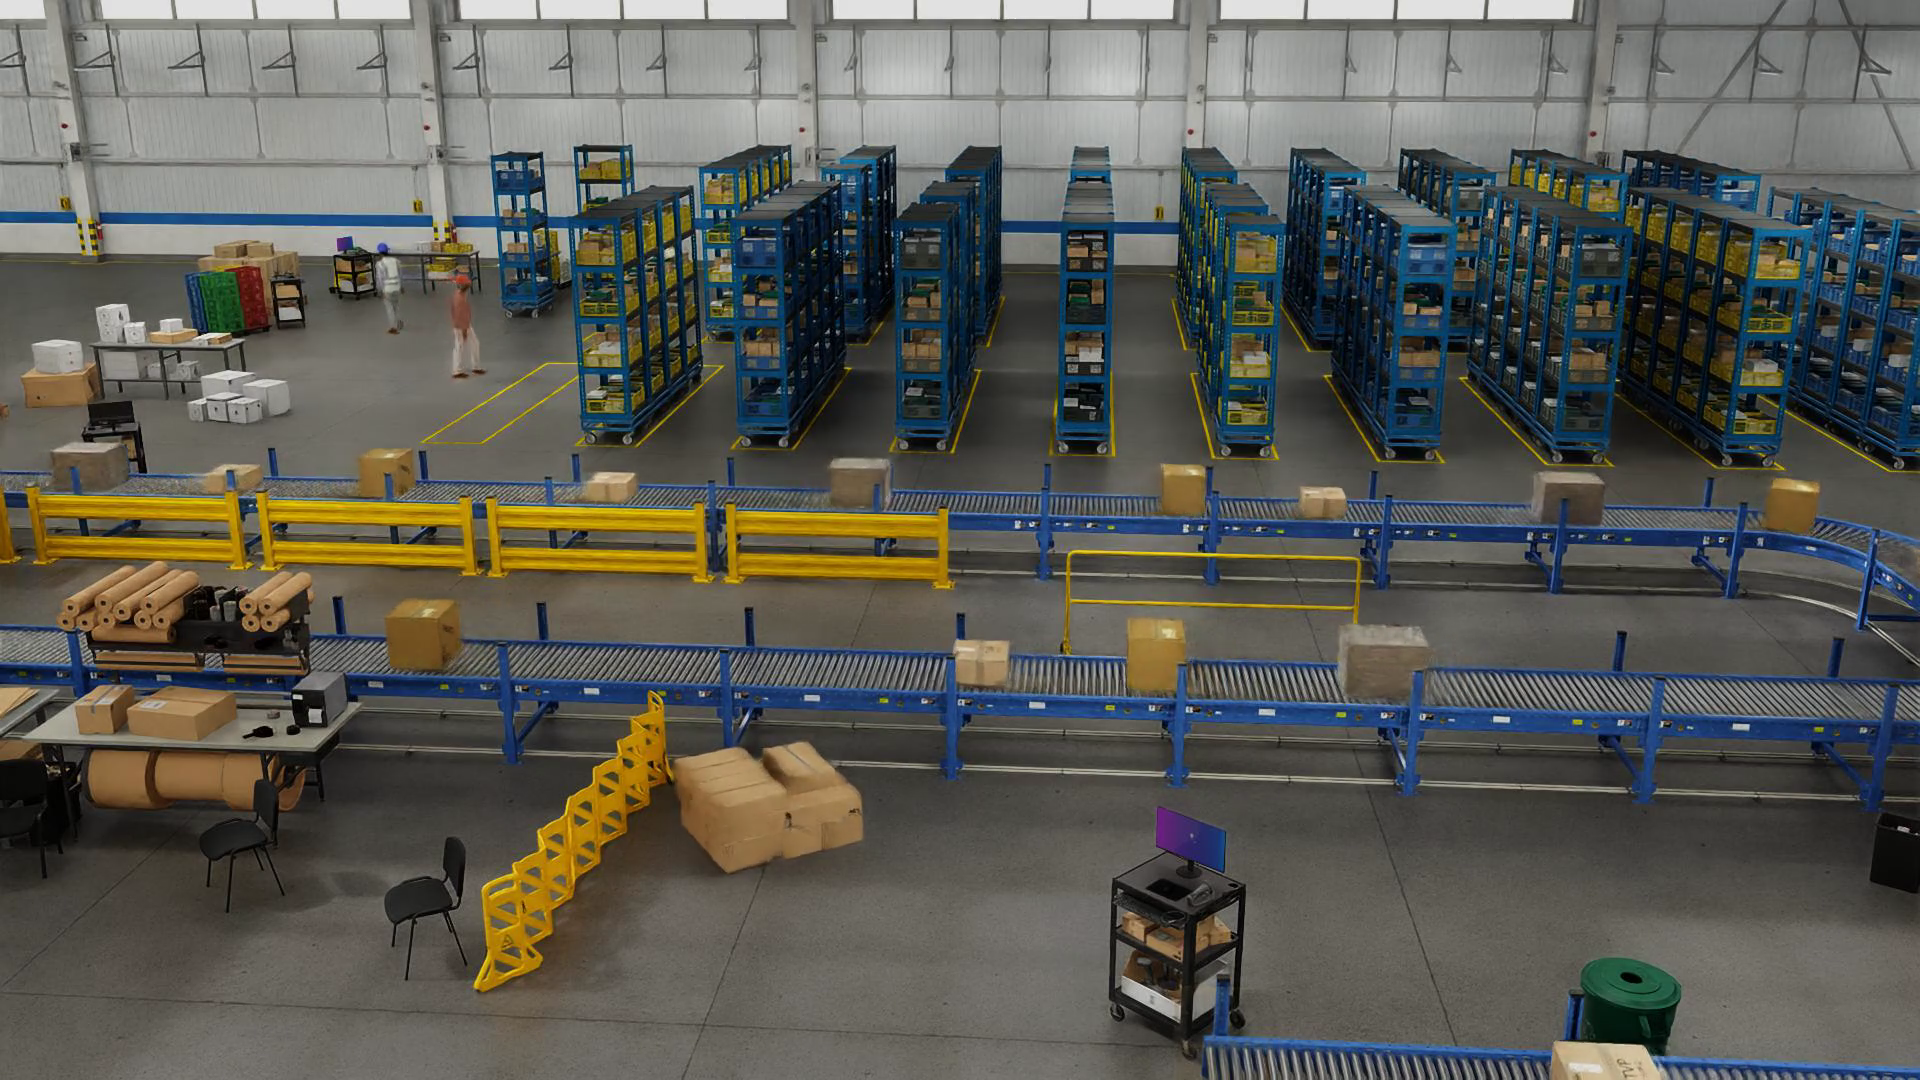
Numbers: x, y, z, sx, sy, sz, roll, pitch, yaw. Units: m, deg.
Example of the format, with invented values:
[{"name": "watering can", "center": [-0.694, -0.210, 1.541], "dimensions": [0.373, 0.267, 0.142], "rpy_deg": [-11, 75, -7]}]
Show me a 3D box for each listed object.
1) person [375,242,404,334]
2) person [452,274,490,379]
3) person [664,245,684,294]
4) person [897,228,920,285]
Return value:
[{"name": "person", "center": [-12.134, -5.354, 35.379], "dimensions": [0.480, 1.931, 0.644], "rpy_deg": [10, 20, 29]}, {"name": "person", "center": [-9.151, -3.970, 30.934], "dimensions": [0.812, 1.961, 0.654], "rpy_deg": [-2, 18, -5]}, {"name": "person", "center": [-6.494, -6.011, 37.689], "dimensions": [0.620, 1.793, 0.547], "rpy_deg": [-1, 18, -4]}, {"name": "person", "center": [-1.375, -7.300, 41.793], "dimensions": [0.988, 1.796, 0.571], "rpy_deg": [5, 18, 17]}]
